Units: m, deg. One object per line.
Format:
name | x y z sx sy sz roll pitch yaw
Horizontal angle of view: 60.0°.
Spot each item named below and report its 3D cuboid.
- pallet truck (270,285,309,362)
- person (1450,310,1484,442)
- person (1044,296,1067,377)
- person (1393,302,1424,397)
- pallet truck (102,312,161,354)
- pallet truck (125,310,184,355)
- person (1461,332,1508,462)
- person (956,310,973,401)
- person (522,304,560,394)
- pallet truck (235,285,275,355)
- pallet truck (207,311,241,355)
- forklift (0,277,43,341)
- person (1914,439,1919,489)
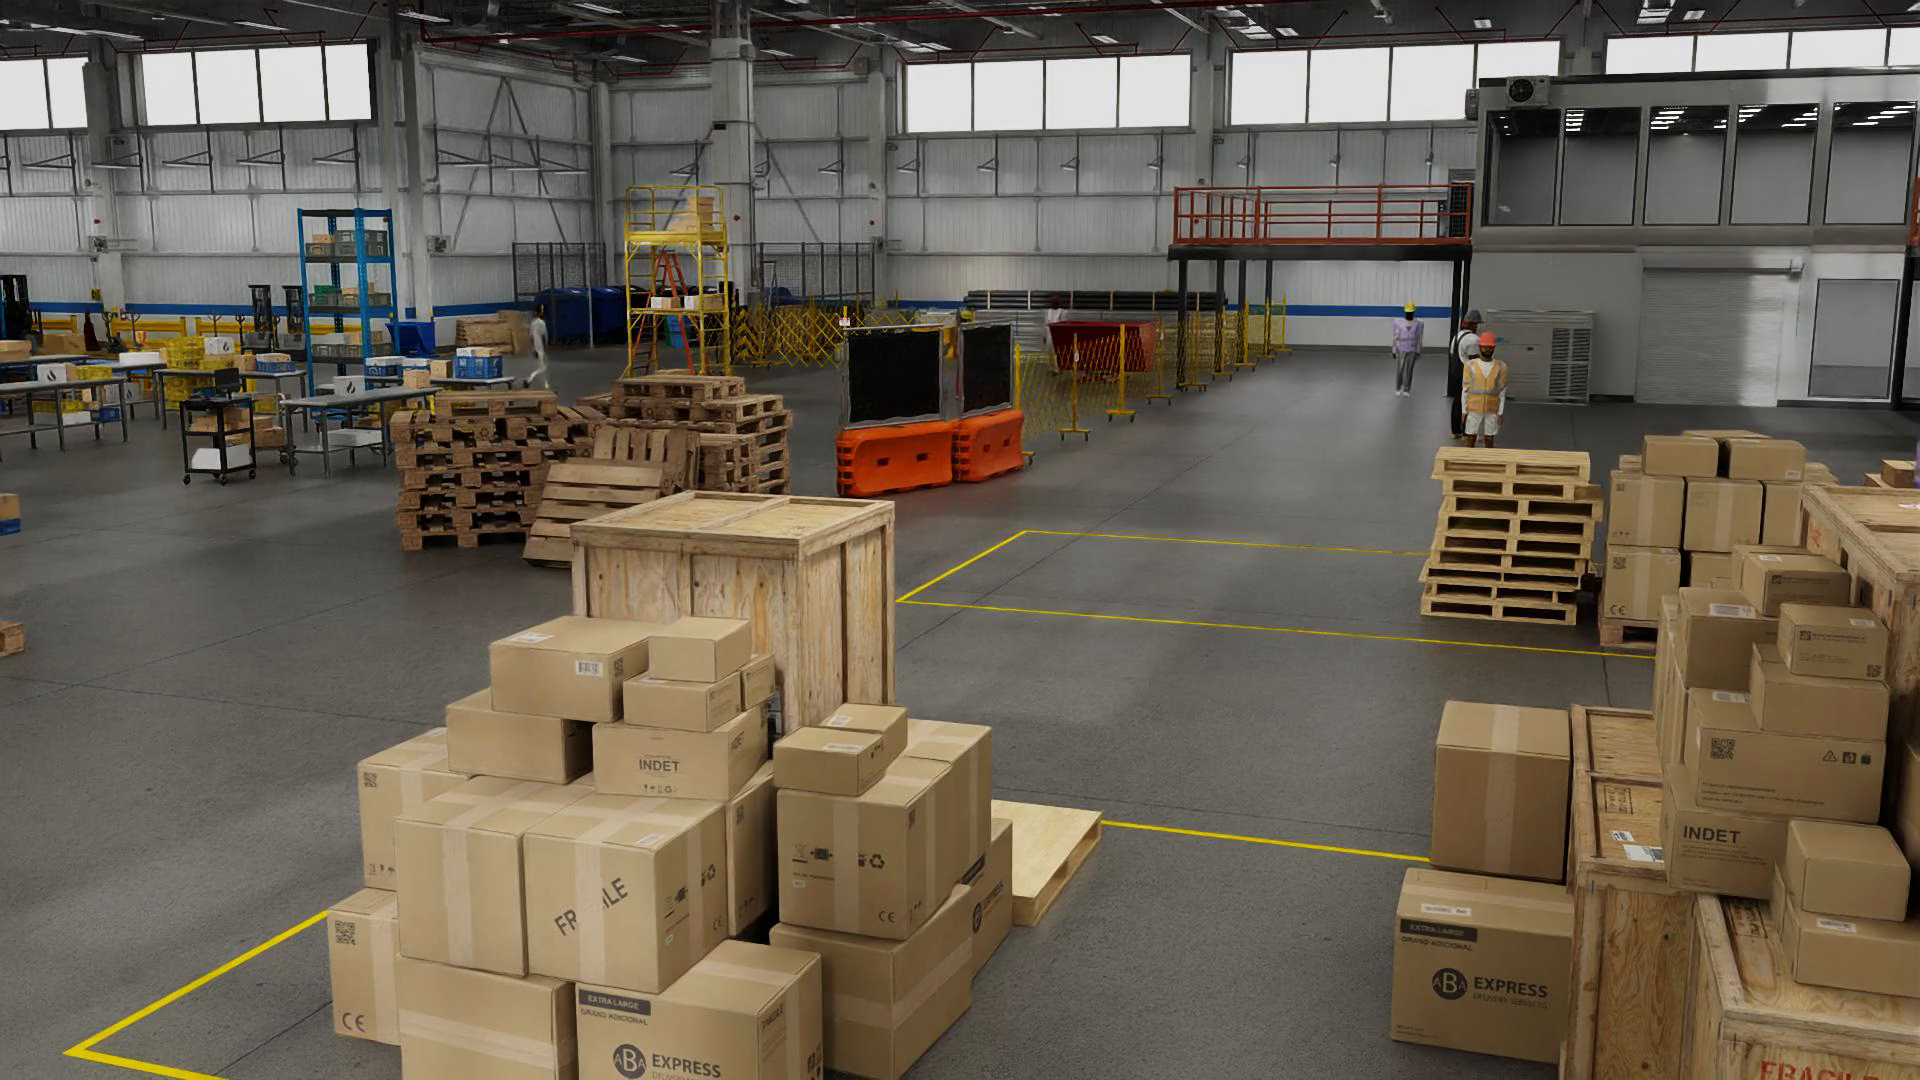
pallet truck | -17.147 -5.700 43.663 0.823 1.965 1.885 3 11 17
person | 7.903 -2.548 25.787 0.536 2.000 0.683 -2 10 -10
person | 2.166 -4.676 38.263 0.585 1.872 0.422 6 12 30
person | 8.930 -3.790 33.169 0.580 1.898 0.666 3 10 14
pallet truck | -23.057 -5.777 46.261 0.680 1.201 1.601 3 11 19
pallet truck | -22.038 -5.665 45.457 0.704 1.261 1.522 3 11 17
person | 6.623 -1.658 21.053 0.545 1.943 0.348 2 10 12
person | 0.093 -3.601 32.523 0.336 1.761 0.524 -2 10 -12
person | -8.515 -3.839 33.622 0.722 1.852 0.518 -6 12 -31
pallet truck | -18.327 -5.835 44.421 0.823 1.965 1.885 4 11 23
pallet truck | -19.537 -5.575 44.913 0.653 1.274 1.630 3 11 19
forklift | -27.151 -6.329 46.328 1.157 1.987 2.680 3 11 17
person | 7.340 -0.152 12.296 0.613 2.039 0.393 2 10 12
